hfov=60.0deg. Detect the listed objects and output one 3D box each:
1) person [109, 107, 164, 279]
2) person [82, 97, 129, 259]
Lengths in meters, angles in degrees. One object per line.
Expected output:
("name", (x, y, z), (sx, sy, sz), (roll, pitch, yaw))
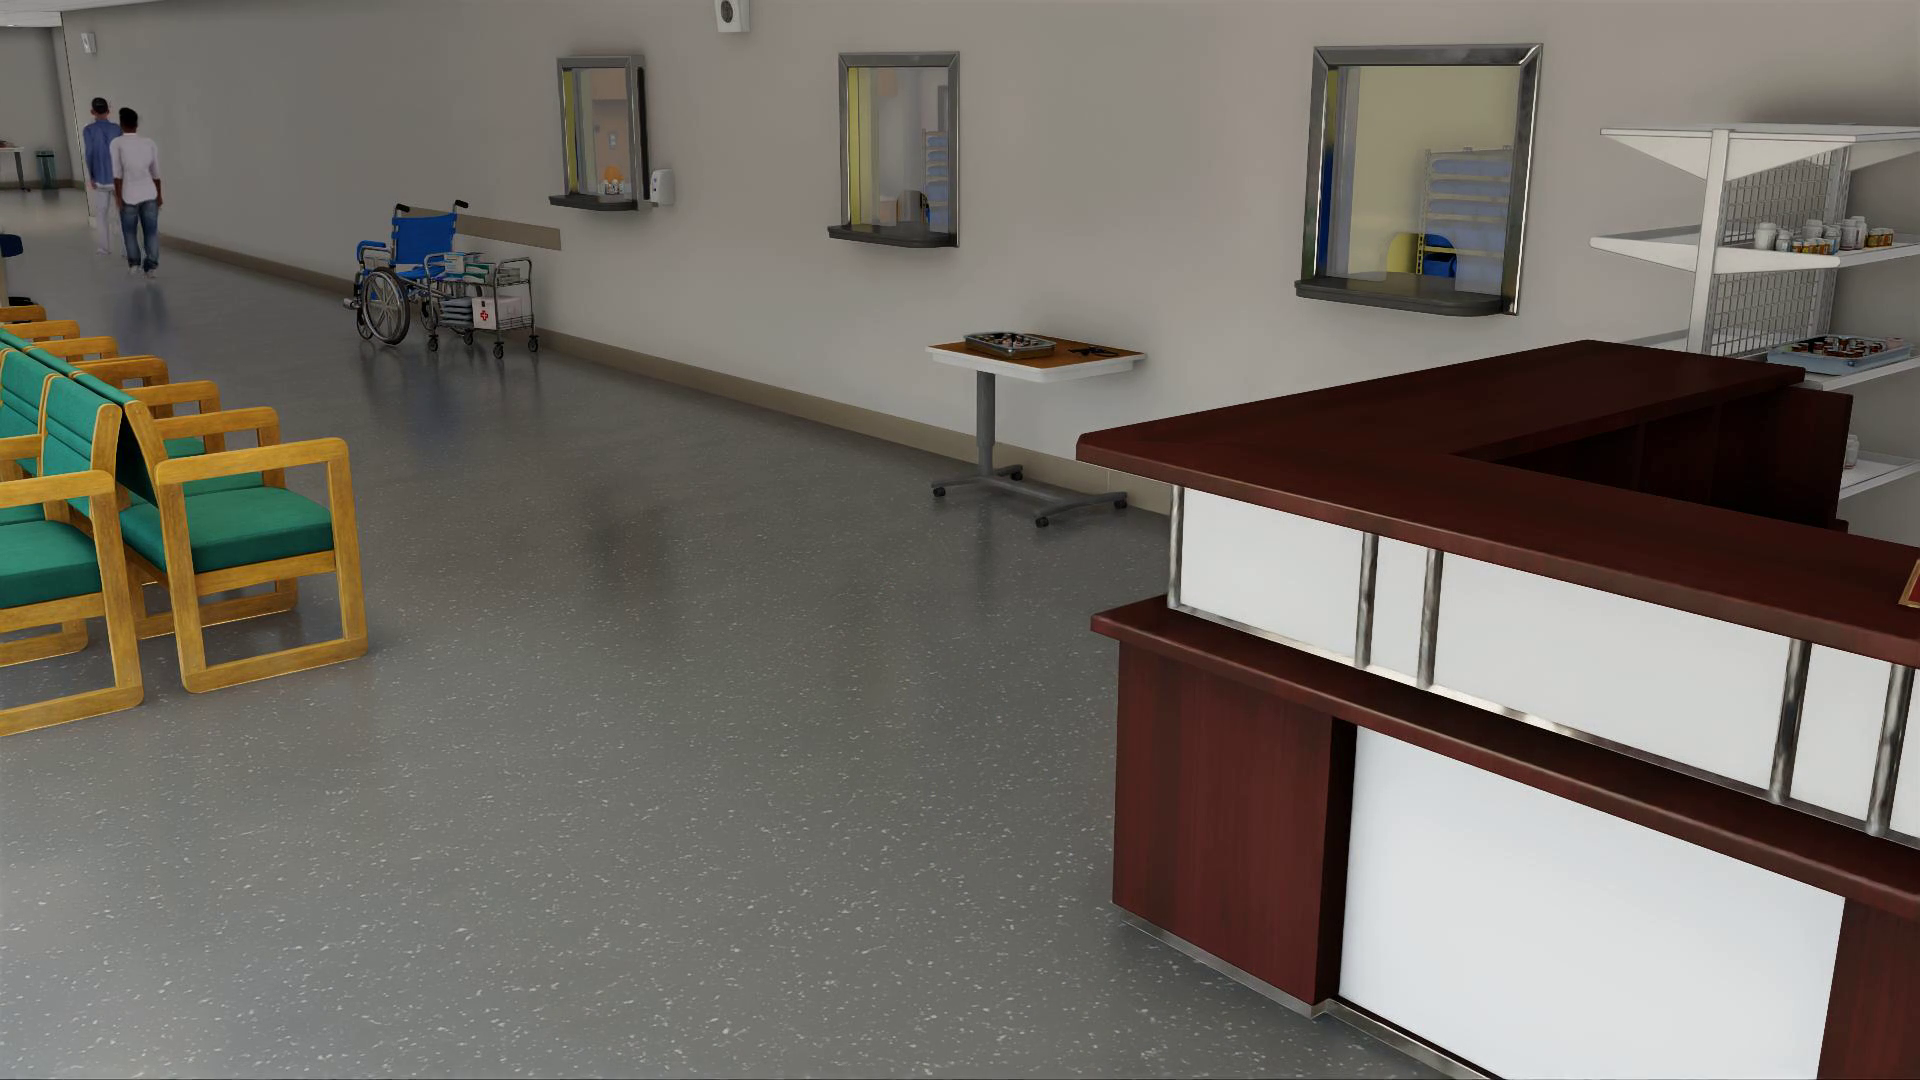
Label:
("person", (-8.833, -3.716, 17.903), (0.760, 1.793, 0.717), (-11, 19, -35))
("person", (-10.071, -4.273, 19.745), (0.845, 1.864, 0.747), (-11, 19, -34))
